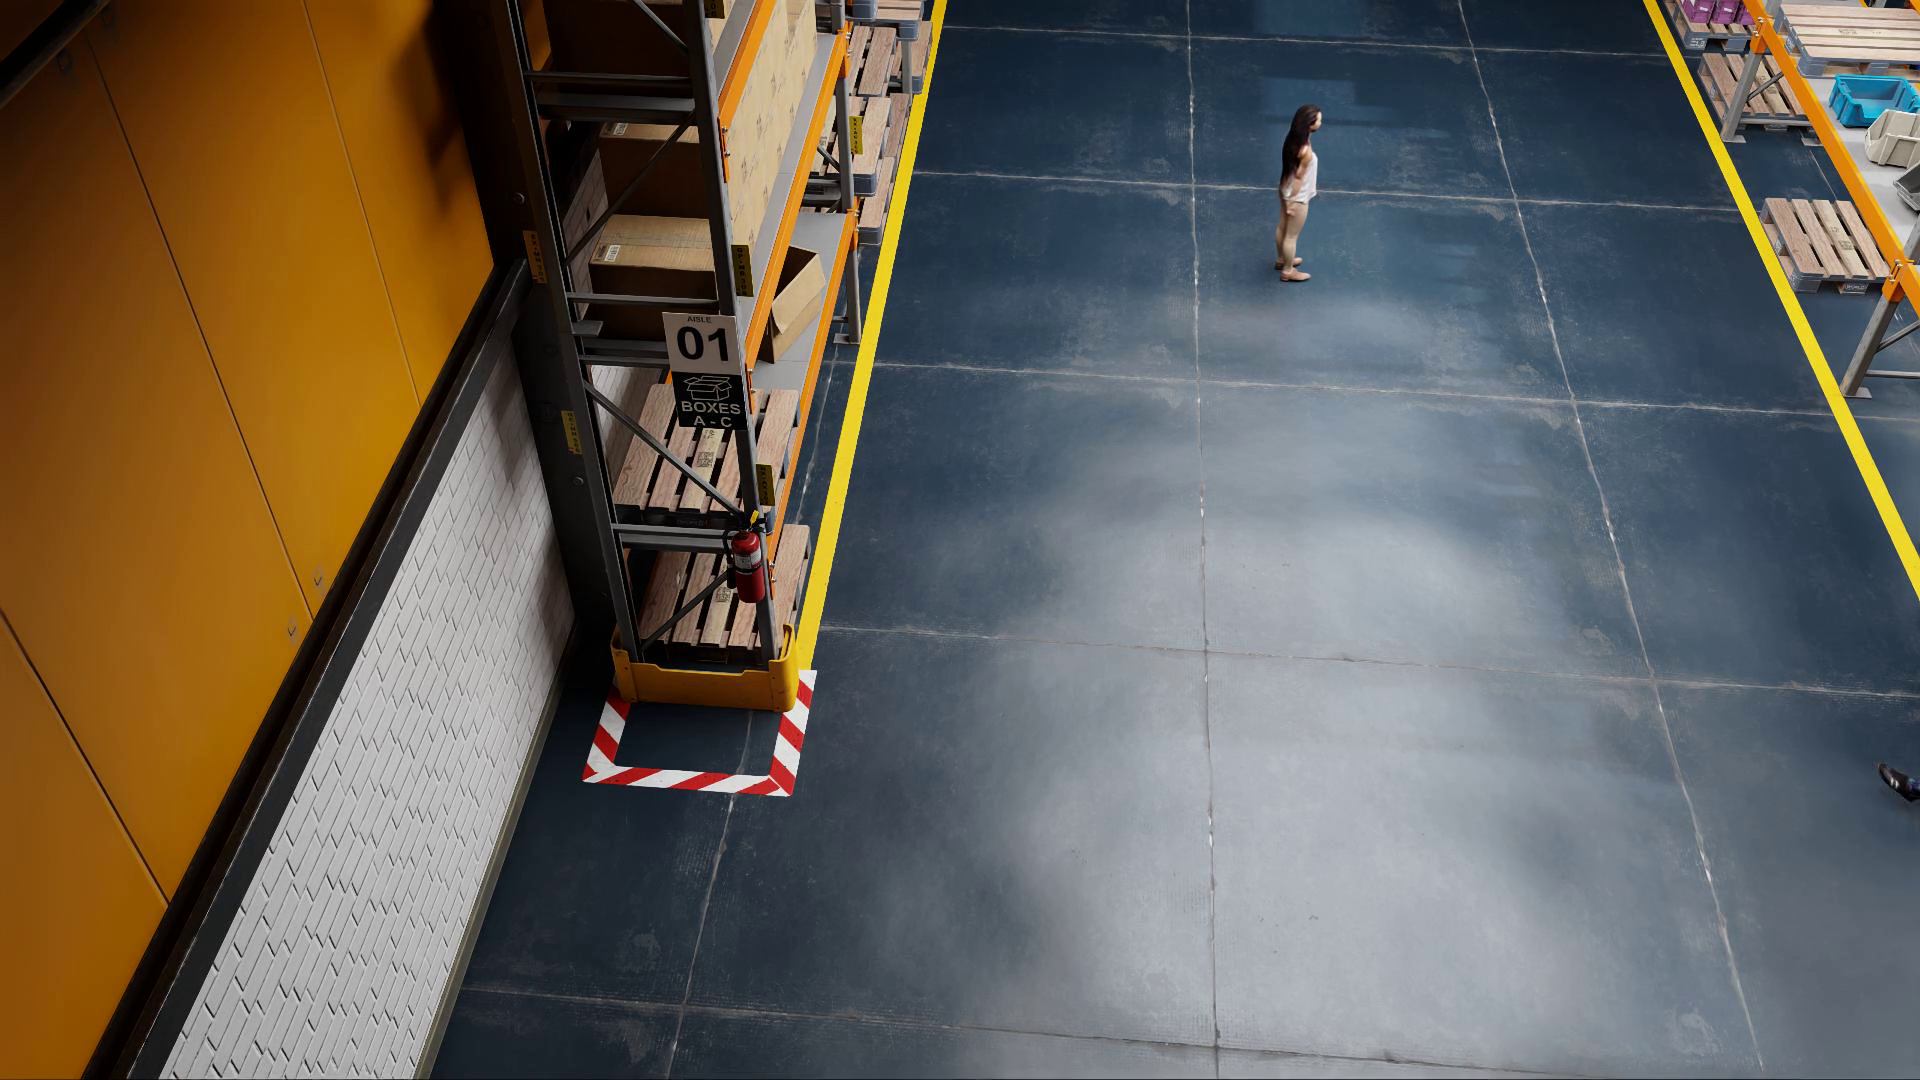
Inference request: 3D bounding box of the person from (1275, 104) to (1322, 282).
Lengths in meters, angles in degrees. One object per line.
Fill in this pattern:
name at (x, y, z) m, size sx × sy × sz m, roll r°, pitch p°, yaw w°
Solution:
person at (2.825, -2.939, 14.092) m, size 0.672 × 1.652 × 0.612 m, roll -26°, pitch 49°, yaw -25°
